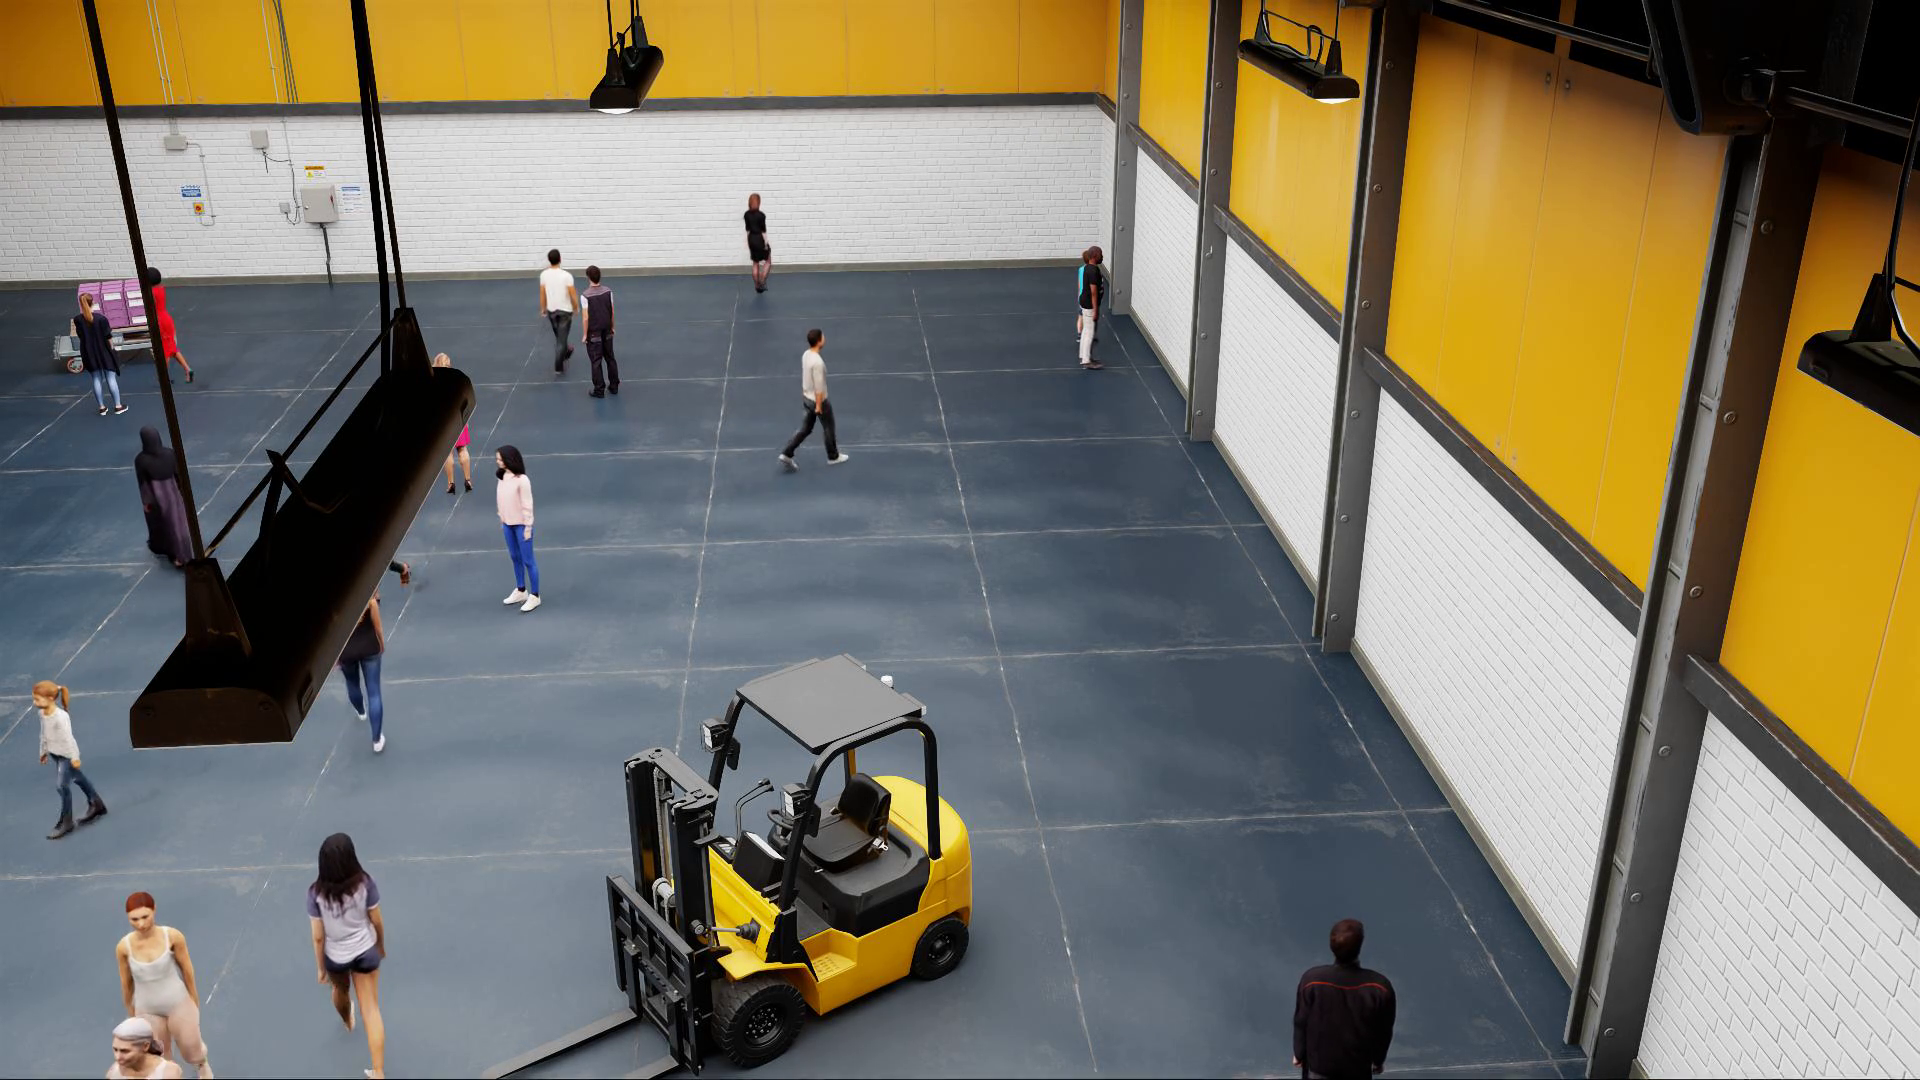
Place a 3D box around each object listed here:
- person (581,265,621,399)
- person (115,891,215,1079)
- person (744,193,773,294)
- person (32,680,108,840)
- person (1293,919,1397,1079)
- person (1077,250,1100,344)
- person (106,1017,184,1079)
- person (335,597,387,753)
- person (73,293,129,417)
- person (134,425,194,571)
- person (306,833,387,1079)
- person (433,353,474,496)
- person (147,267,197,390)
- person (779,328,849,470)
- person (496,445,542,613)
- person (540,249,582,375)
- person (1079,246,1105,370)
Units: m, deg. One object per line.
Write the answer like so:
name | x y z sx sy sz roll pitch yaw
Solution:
person | -5.002 -2.899 23.071 0.740 1.849 0.769 -20 30 -38
person | -4.896 2.831 10.233 0.636 1.633 0.724 -8 25 -17
person | -3.448 -4.960 27.978 0.703 1.696 0.730 12 27 26
person | -7.071 1.688 13.264 0.734 1.300 0.812 16 28 33
person | 2.186 2.994 9.602 0.768 1.839 0.656 4 24 8
person | 1.956 -3.741 25.497 0.588 1.449 0.656 21 31 39
person | -4.321 3.275 9.145 0.727 1.689 0.907 4 24 9
person | -5.161 1.035 14.289 0.716 1.675 1.082 -7 25 -16
person | -11.598 -2.508 22.383 0.625 1.684 0.551 -3 24 -6
person | -8.491 -0.442 17.754 0.964 1.605 1.133 -17 29 -34
person | -3.819 2.684 10.516 0.905 1.674 1.233 -13 27 -26
person | -6.057 -1.389 19.767 0.633 1.728 0.629 -9 25 -20
person | -11.176 -2.986 23.395 0.632 1.748 0.641 -2 24 -4
person | -1.866 -1.706 20.427 1.042 1.780 1.185 -13 27 -28
person | -4.476 -0.147 16.875 0.708 1.769 0.774 19 30 37
person | -5.812 -3.263 24.013 0.856 1.762 1.198 3 24 7
person | 1.905 -3.409 24.294 0.695 1.804 0.514 -3 24 -6
